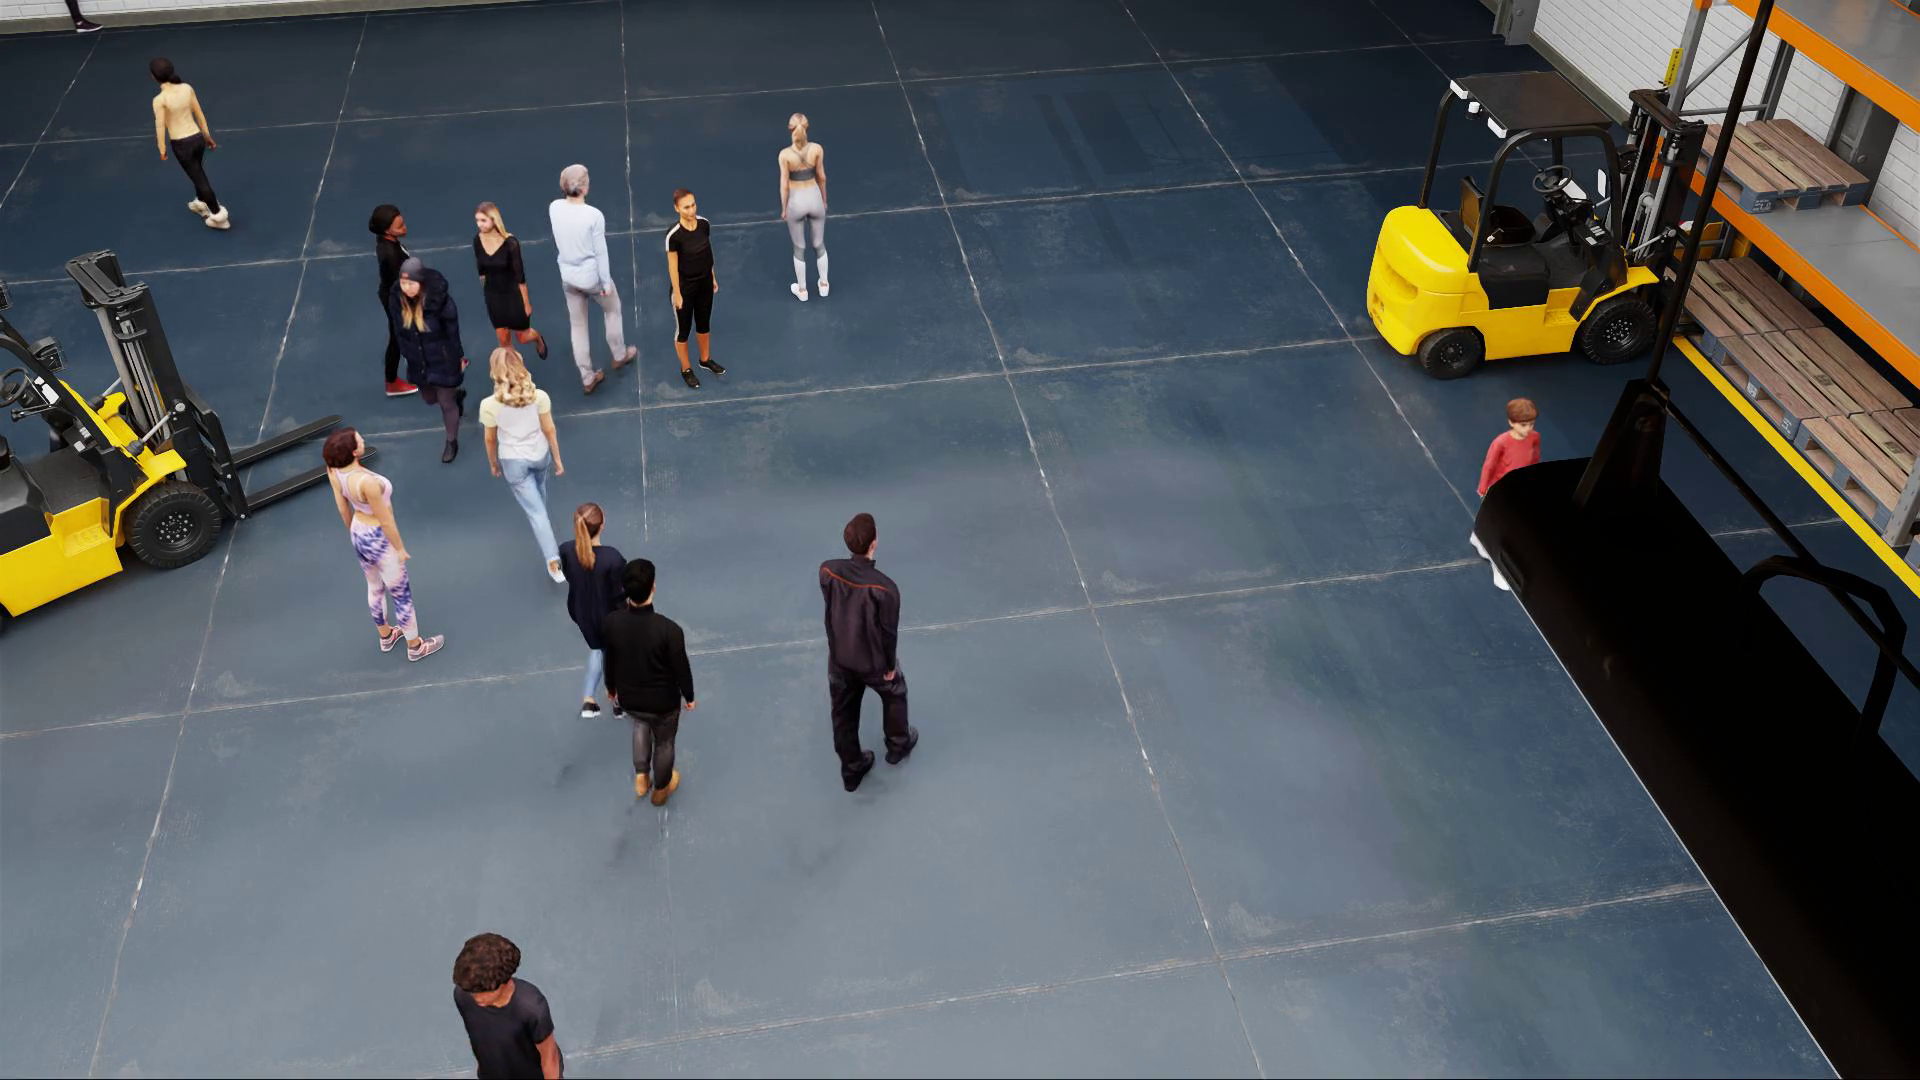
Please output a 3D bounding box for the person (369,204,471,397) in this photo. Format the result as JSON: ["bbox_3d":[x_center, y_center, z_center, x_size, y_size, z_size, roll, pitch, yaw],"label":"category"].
[{"bbox_3d":[-4.475,-1.851,13.029,0.779,1.644,0.905,-13,40,-16],"label":"person"}]

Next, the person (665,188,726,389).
[{"bbox_3d":[-2.140,-2.039,13.244,0.690,1.668,0.662,32,48,33],"label":"person"}]

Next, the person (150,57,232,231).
[{"bbox_3d":[-7.005,-3.604,15.223,0.957,1.645,0.922,19,42,22],"label":"person"}]

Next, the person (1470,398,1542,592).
[{"bbox_3d":[3.721,-0.398,11.418,0.608,1.383,0.948,-12,40,-14],"label":"person"}]

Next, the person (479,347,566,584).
[{"bbox_3d":[-2.923,-0.465,11.271,0.868,1.672,1.245,-17,42,-20],"label":"person"}]

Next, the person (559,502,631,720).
[{"bbox_3d":[-2.193,0.508,10.051,0.821,1.674,0.896,15,41,18],"label":"person"}]

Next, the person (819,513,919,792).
[{"bbox_3d":[-0.605,0.725,9.604,0.894,1.893,0.977,14,41,17],"label":"person"}]

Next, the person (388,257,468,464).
[{"bbox_3d":[-3.905,-1.404,12.455,0.815,1.661,0.982,4,39,5],"label":"person"}]

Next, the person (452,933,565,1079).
[{"bbox_3d":[-2.002,2.349,7.685,0.874,1.750,1.108,7,39,9],"label":"person"}]

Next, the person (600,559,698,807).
[{"bbox_3d":[-1.812,0.901,9.530,0.785,1.711,0.780,8,39,10],"label":"person"}]

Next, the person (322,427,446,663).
[{"bbox_3d":[-3.716,0.022,10.586,0.687,1.765,0.734,21,43,24],"label":"person"}]

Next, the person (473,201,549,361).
[{"bbox_3d":[-3.530,-1.925,13.111,0.737,1.657,0.866,9,39,11],"label":"person"}]

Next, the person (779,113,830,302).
[{"bbox_3d":[-1.325,-2.850,14.233,0.594,1.703,0.593,-13,40,-15],"label":"person"}]

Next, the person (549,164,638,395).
[{"bbox_3d":[-2.981,-1.993,13.032,0.876,1.862,1.030,11,40,13],"label":"person"}]
